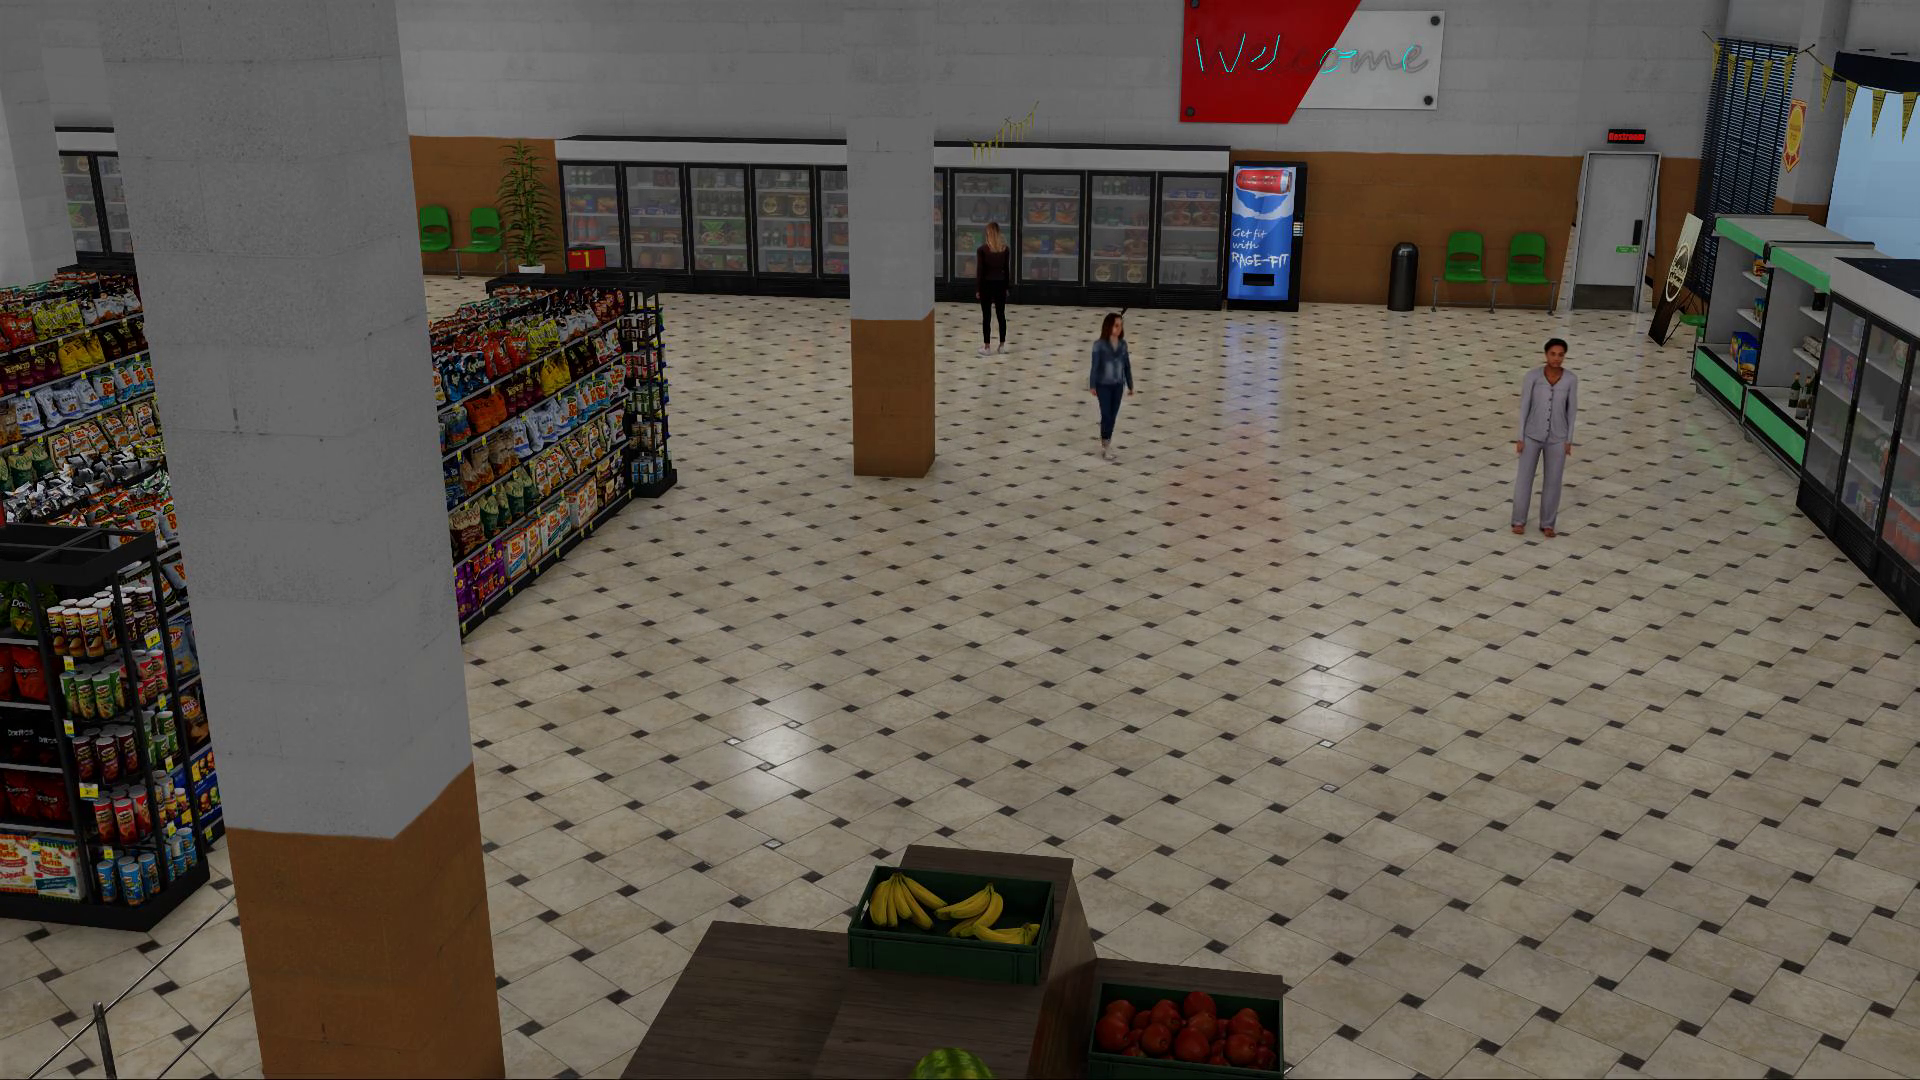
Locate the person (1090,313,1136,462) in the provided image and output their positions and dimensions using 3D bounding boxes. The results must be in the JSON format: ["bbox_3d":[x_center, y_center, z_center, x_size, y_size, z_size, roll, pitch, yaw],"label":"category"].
[{"bbox_3d":[1.487,-1.575,16.862,0.726,1.473,0.775,-9,21,-25],"label":"person"}]

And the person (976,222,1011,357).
[{"bbox_3d":[0.424,-3.243,21.446,0.673,1.704,0.666,-7,20,-19],"label":"person"}]

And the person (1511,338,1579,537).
[{"bbox_3d":[5.084,-0.909,14.477,0.632,1.735,0.564,4,19,13],"label":"person"}]
